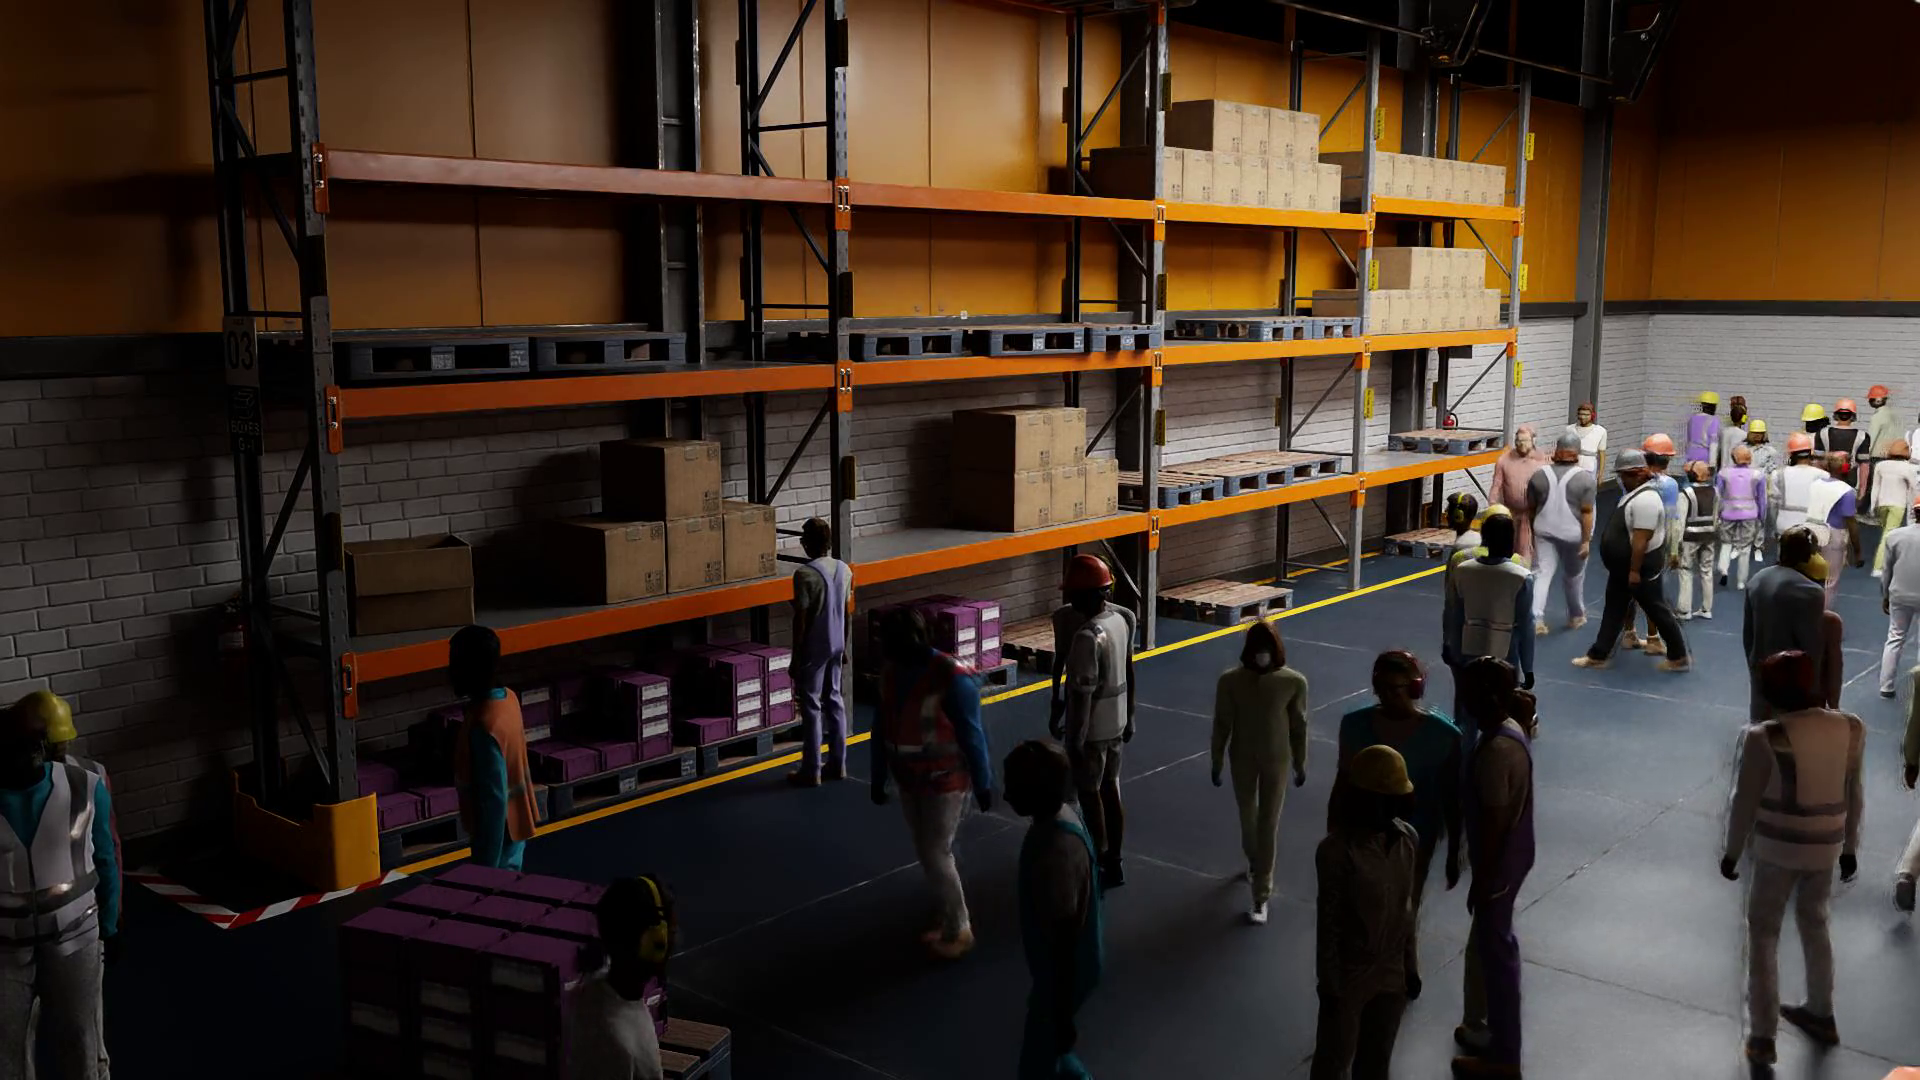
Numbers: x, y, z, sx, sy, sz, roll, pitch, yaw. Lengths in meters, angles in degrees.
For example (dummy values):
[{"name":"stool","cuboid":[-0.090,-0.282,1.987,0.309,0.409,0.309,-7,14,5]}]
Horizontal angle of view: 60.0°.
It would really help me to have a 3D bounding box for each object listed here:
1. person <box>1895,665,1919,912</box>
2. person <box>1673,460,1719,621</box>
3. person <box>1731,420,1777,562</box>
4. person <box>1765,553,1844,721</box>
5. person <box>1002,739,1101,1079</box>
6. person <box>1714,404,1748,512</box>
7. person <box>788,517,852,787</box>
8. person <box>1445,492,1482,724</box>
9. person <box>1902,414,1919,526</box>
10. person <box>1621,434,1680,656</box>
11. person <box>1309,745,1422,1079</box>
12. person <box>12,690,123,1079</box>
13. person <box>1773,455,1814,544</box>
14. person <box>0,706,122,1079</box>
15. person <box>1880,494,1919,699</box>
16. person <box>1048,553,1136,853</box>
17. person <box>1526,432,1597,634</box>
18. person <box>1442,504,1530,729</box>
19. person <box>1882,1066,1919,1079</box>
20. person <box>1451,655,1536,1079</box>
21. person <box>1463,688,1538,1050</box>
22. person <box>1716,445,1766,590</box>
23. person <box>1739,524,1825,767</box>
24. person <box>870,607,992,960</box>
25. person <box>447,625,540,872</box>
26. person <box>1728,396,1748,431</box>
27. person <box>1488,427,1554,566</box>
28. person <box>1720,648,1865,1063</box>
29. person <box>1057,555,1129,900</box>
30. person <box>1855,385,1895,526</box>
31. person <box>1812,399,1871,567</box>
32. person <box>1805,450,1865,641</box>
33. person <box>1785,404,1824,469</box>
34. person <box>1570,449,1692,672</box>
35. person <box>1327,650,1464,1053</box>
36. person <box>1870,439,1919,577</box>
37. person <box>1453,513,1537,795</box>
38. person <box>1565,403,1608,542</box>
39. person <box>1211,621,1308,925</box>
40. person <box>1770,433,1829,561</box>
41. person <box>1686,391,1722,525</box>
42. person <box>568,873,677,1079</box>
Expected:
[{"name":"person","cuboid":[5.311,1.197,8.825,0.545,1.733,0.579,-6,11,-36]},{"name":"person","cuboid":[7.465,0.008,16.863,0.537,1.632,0.316,-3,9,-20]},{"name":"person","cuboid":[9.738,-0.607,20.447,0.493,1.744,0.296,5,10,32]},{"name":"person","cuboid":[5.205,0.952,10.328,0.330,1.765,0.533,-7,11,-38]},{"name":"person","cuboid":[0.398,1.592,6.050,0.493,1.816,0.553,1,9,4]},{"name":"person","cuboid":[9.988,-0.834,21.572,0.679,1.856,0.531,-4,10,-23]},{"name":"person","cuboid":[-0.952,0.760,11.350,0.348,1.836,0.517,7,11,40]},{"name":"person","cuboid":[3.748,0.569,12.463,0.310,1.868,0.534,5,10,30]},{"name":"person","cuboid":[12.137,-0.748,20.931,0.357,1.880,0.576,-6,11,-35]},{"name":"person","cuboid":[6.368,0.041,15.306,0.371,2.044,0.608,-4,10,-25]},{"name":"person","cuboid":[1.523,1.606,6.172,0.484,1.745,0.298,-5,10,-31]},{"name":"person","cuboid":[-3.643,1.492,6.662,0.403,1.825,0.596,7,11,39]},{"name":"person","cuboid":[8.826,-0.118,17.608,0.540,1.676,0.816,-3,9,-19]},{"name":"person","cuboid":[-3.530,1.533,6.329,0.635,1.842,0.429,-6,11,-34]},{"name":"person","cuboid":[7.821,0.462,13.567,0.355,1.742,0.561,-8,12,-43]},{"name":"person","cuboid":[0.773,0.994,9.754,0.513,1.861,0.326,2,9,11]},{"name":"person","cuboid":[5.860,-0.100,16.223,0.687,2.000,1.054,7,11,38]},{"name":"person","cuboid":[3.699,0.690,11.745,0.611,1.860,0.841,1,9,5]},{"name":"person","cuboid":[1.817,1.965,3.298,0.562,1.913,0.457,-4,10,-26]},{"name":"person","cuboid":[2.312,1.403,7.227,0.353,1.834,0.518,3,9,20]},{"name":"person","cuboid":[2.426,1.459,7.476,0.282,1.633,0.501,3,9,20]},{"name":"person","cuboid":[8.676,-0.248,18.520,0.533,1.623,0.367,5,10,28]},{"name":"person","cuboid":[5.116,0.862,10.353,0.375,1.937,0.628,-2,9,-10]},{"name":"person","cuboid":[-0.145,1.220,8.475,0.530,1.804,0.645,-8,12,-41]},{"name":"person","cuboid":[-2.075,1.321,7.450,0.370,1.916,0.597,-1,9,-9]},{"name":"person","cuboid":[12.327,-1.468,26.375,0.318,1.630,0.513,6,10,32]},{"name":"person","cuboid":[6.133,-0.311,18.201,0.664,1.853,1.013,5,10,31]},{"name":"person","cuboid":[3.714,1.376,7.366,0.630,1.845,0.558,-1,9,-7]},{"name":"person","cuboid":[0.728,1.036,9.268,0.385,1.929,0.543,5,10,28]},{"name":"person","cuboid":[12.849,-1.194,23.484,0.640,1.984,0.644,9,12,44]},{"name":"person","cuboid":[10.601,-0.687,20.061,0.613,2.031,0.410,5,10,29]},{"name":"person","cuboid":[8.304,0.069,15.833,0.467,1.832,0.621,0,9,-3]},{"name":"person","cuboid":[10.590,-0.740,20.745,0.584,1.919,0.381,8,12,41]},{"name":"person","cuboid":[5.987,0.151,14.601,1.004,2.000,0.691,1,9,8]},{"name":"person","cuboid":[1.956,1.372,7.522,0.571,1.798,0.964,7,12,40]},{"name":"person","cuboid":[10.940,-0.375,19.418,0.805,1.592,0.515,-4,10,-24]},{"name":"person","cuboid":[3.510,0.776,10.957,0.392,1.922,0.593,-7,11,-39]},{"name":"person","cuboid":[8.254,-0.893,22.001,0.393,1.836,0.560,-8,12,-43]},{"name":"person","cuboid":[1.654,1.216,9.183,0.510,1.593,0.870,3,9,16]},{"name":"person","cuboid":[8.430,-0.112,16.715,0.556,1.916,0.444,6,11,35]},{"name":"person","cuboid":[10.476,-1.130,23.302,0.801,1.895,0.610,-3,9,-18]},{"name":"person","cuboid":[-0.859,1.809,4.560,0.575,1.839,0.510,-2,9,-16]}]
